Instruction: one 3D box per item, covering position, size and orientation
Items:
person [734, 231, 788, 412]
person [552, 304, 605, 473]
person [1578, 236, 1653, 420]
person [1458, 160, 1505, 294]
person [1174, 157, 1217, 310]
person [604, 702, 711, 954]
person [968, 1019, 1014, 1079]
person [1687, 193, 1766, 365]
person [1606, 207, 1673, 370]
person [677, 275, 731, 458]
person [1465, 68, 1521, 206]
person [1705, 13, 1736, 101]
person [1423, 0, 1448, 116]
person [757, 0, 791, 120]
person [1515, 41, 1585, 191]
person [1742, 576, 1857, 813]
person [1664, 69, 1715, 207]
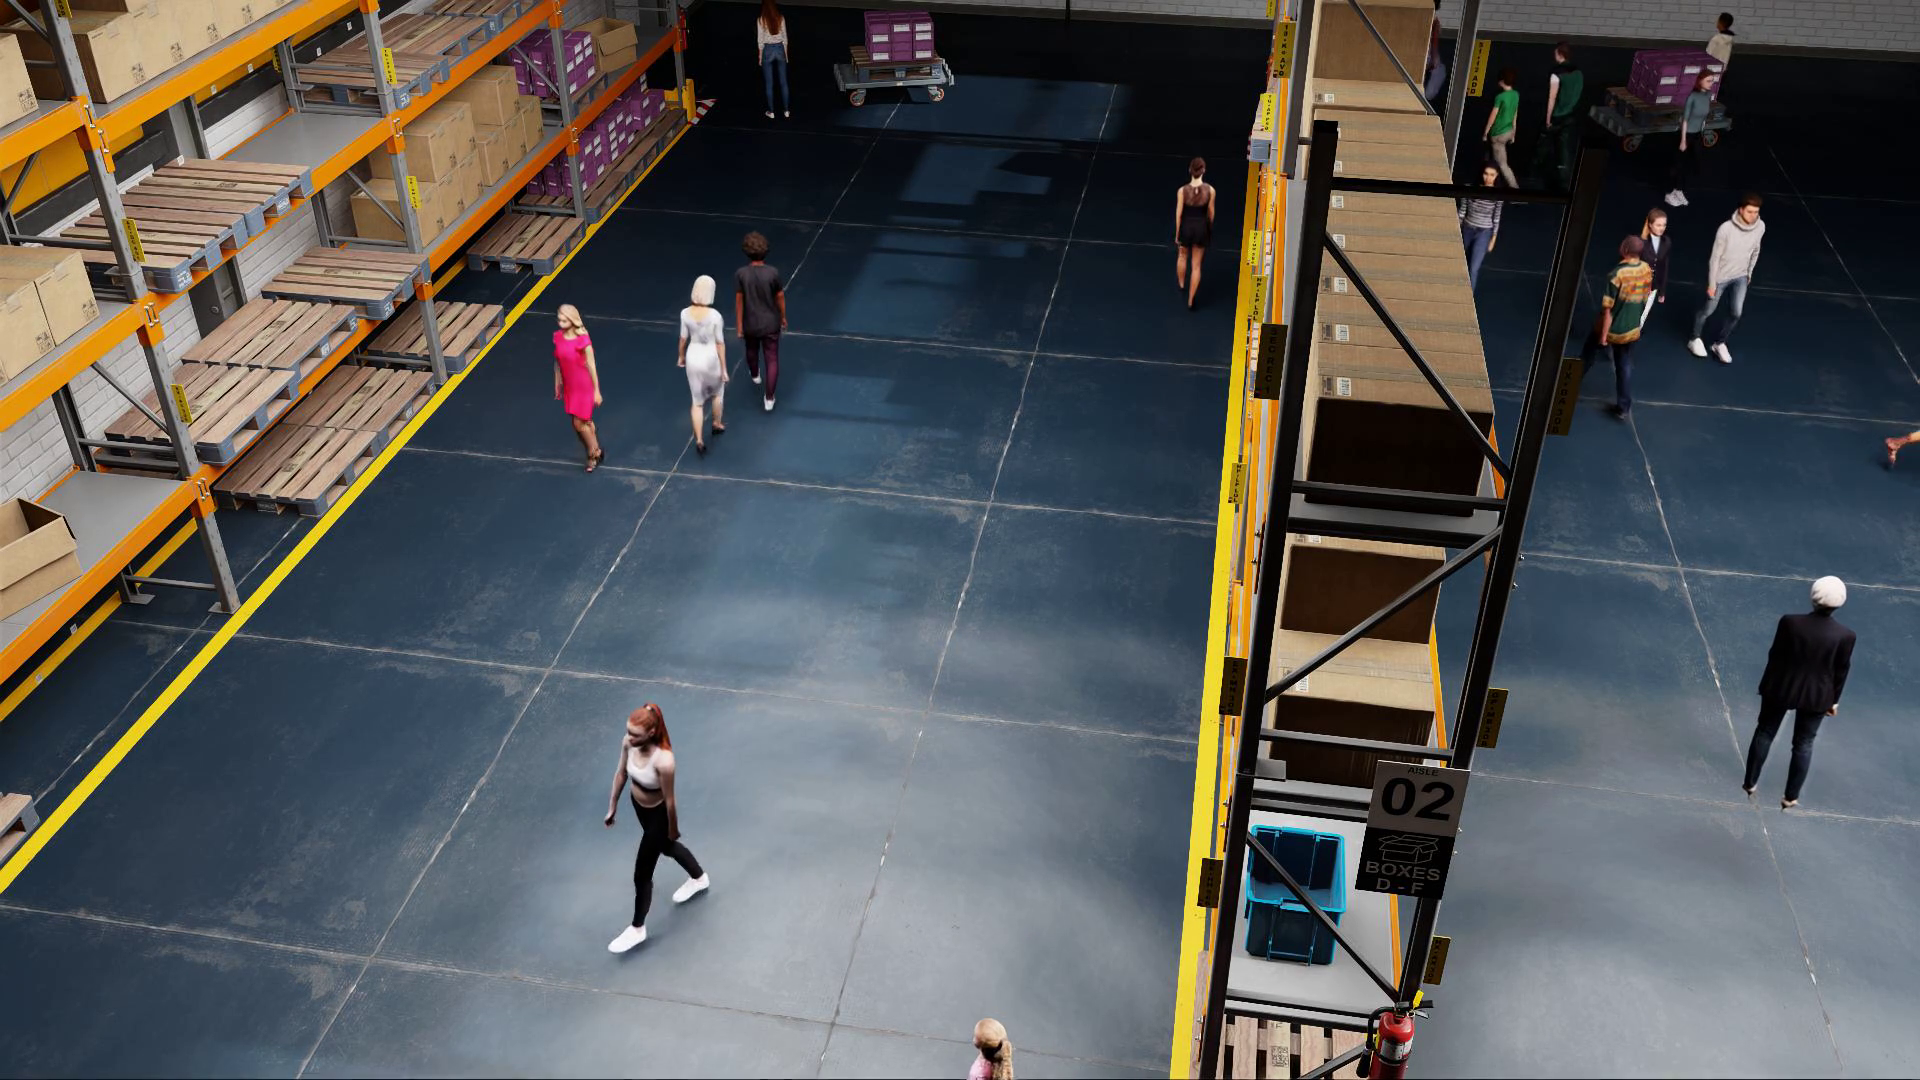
[{"bbox_3d":[-1.923,-2.079,16.052,0.813,1.754,1.084,-3,34,-4],"label":"person"},{"bbox_3d":[-3.383,-1.408,15.080,0.700,1.712,0.736,20,39,27],"label":"person"},{"bbox_3d":[6.361,-1.994,15.926,1.099,1.751,1.297,-13,36,-18],"label":"person"},{"bbox_3d":[5.497,-3.220,17.761,0.804,1.760,1.176,15,37,22],"label":"person"},{"bbox_3d":[2.523,-3.284,17.957,0.585,1.651,0.883,6,34,9],"label":"person"},{"bbox_3d":[-1.864,1.692,10.424,1.122,1.703,0.996,-27,42,-35],"label":"person"},{"bbox_3d":[0.211,3.034,8.822,0.819,1.242,0.898,23,40,30],"label":"person"},{"bbox_3d":[7.779,-2.727,16.960,0.861,1.828,0.906,-3,34,-5],"label":"person"},{"bbox_3d":[6.831,-2.549,16.792,0.695,1.717,0.725,-6,34,-10],"label":"person"},{"bbox_3d":[-2.355,-1.555,15.297,0.699,1.717,0.823,4,34,6],"label":"person"},{"bbox_3d":[6.738,-4.940,20.479,1.103,1.616,1.106,-25,41,-32],"label":"person"},{"bbox_3d":[10.518,-6.534,23.032,0.649,1.446,0.698,-19,38,-26],"label":"person"},{"bbox_3d":[6.417,-6.717,23.088,0.800,1.688,0.726,-10,35,-15],"label":"person"},{"bbox_3d":[-2.589,-6.732,23.076,0.652,1.727,0.647,-10,35,-15],"label":"person"},{"bbox_3d":[7.550,-5.259,20.816,1.060,1.775,1.216,-16,37,-23],"label":"person"},{"bbox_3d":[5.369,0.980,10.570,0.795,1.781,0.706,18,37,24],"label":"person"},{"bbox_3d":[8.868,-4.946,20.387,0.727,1.729,0.761,-15,36,-21],"label":"person"}]
